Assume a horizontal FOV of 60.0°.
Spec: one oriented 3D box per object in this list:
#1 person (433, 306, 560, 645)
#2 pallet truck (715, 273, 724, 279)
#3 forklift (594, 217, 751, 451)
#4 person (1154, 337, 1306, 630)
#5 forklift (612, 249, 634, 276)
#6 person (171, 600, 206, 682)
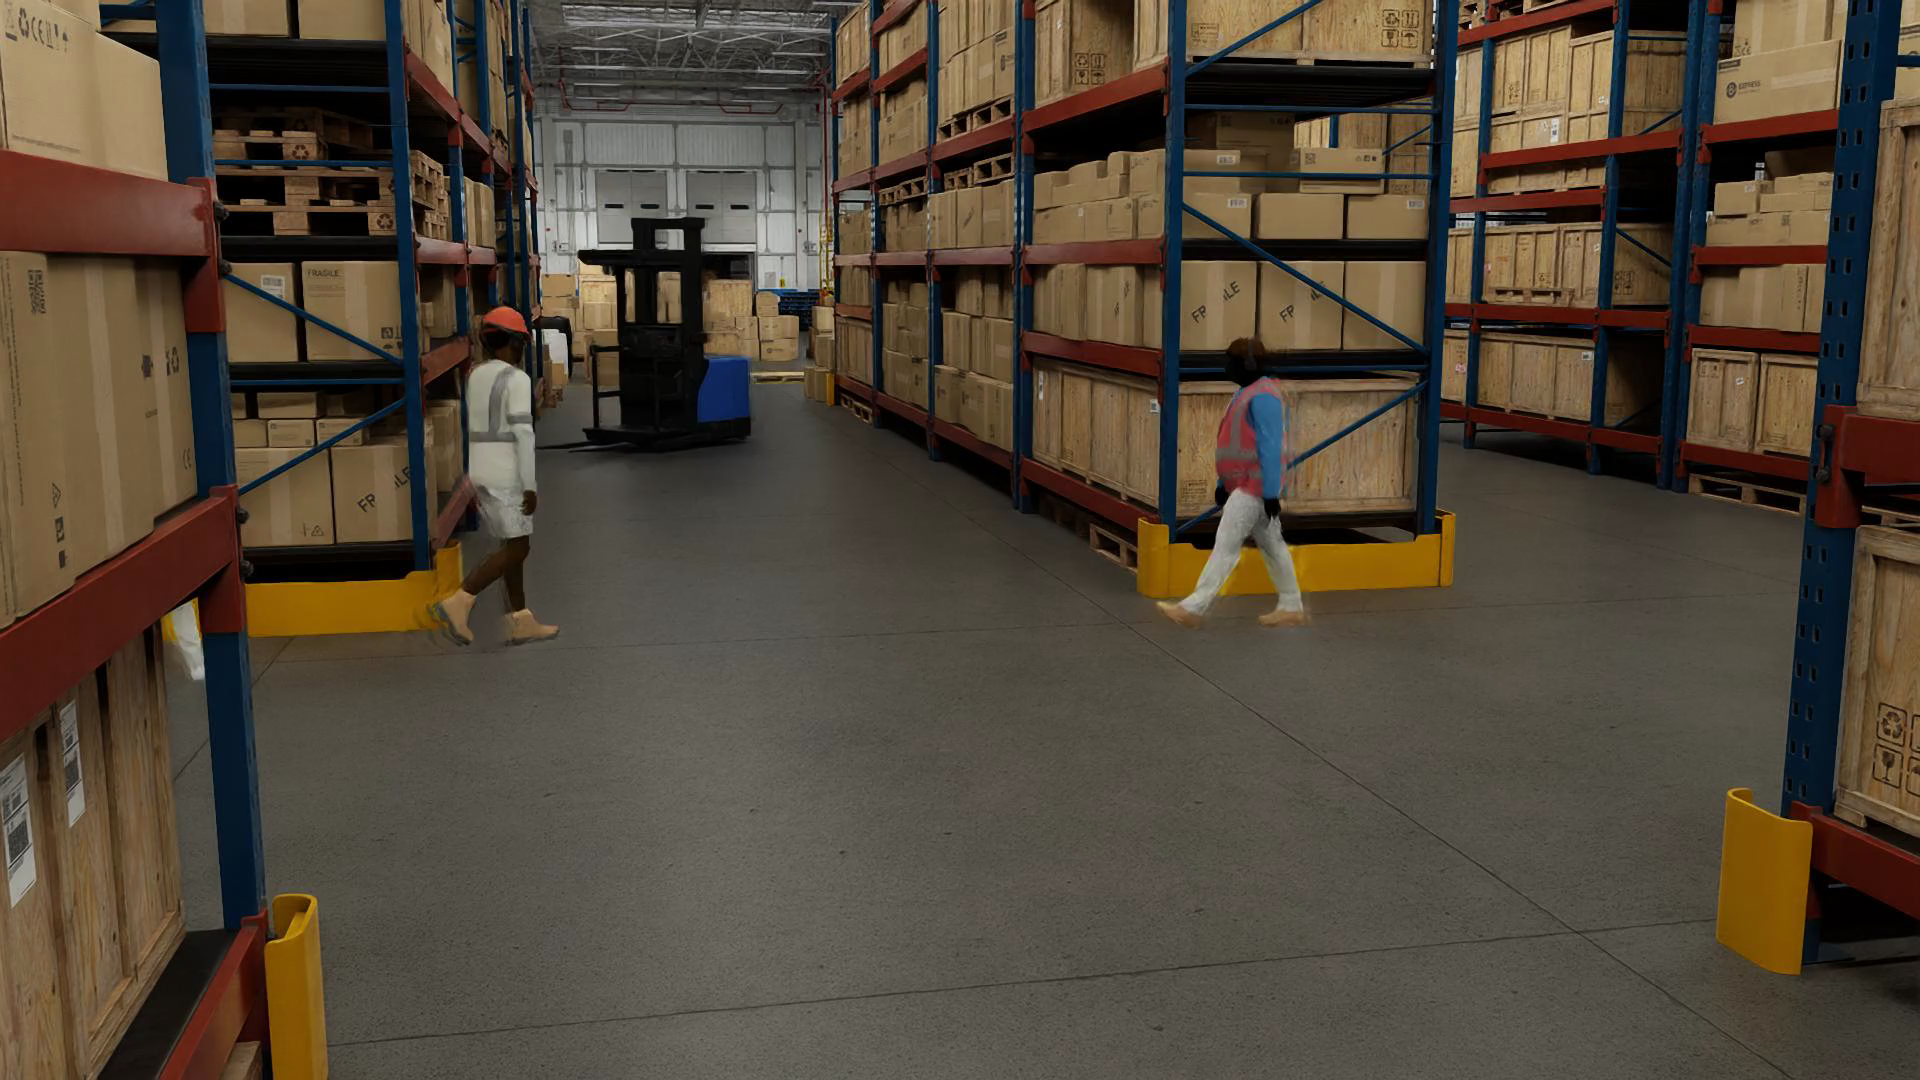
[{"bbox_3d":[-2.740,-0.357,9.685,0.705,1.989,0.741,9,13,43],"label":"person"},{"bbox_3d":[-8.580,-8.986,62.280,1.885,1.965,0.823,1,9,5],"label":"pallet truck"},{"bbox_3d":[-3.579,-2.588,20.596,1.129,2.768,1.873,6,11,32],"label":"forklift"},{"bbox_3d":[1.700,-0.331,10.161,0.980,1.787,0.656,0,9,2],"label":"person"},{"bbox_3d":[-11.590,-8.676,57.704,1.129,2.768,1.873,-7,12,-38],"label":"forklift"},{"bbox_3d":[-4.337,-0.020,8.886,0.851,1.586,0.513,4,10,24],"label":"person"}]
